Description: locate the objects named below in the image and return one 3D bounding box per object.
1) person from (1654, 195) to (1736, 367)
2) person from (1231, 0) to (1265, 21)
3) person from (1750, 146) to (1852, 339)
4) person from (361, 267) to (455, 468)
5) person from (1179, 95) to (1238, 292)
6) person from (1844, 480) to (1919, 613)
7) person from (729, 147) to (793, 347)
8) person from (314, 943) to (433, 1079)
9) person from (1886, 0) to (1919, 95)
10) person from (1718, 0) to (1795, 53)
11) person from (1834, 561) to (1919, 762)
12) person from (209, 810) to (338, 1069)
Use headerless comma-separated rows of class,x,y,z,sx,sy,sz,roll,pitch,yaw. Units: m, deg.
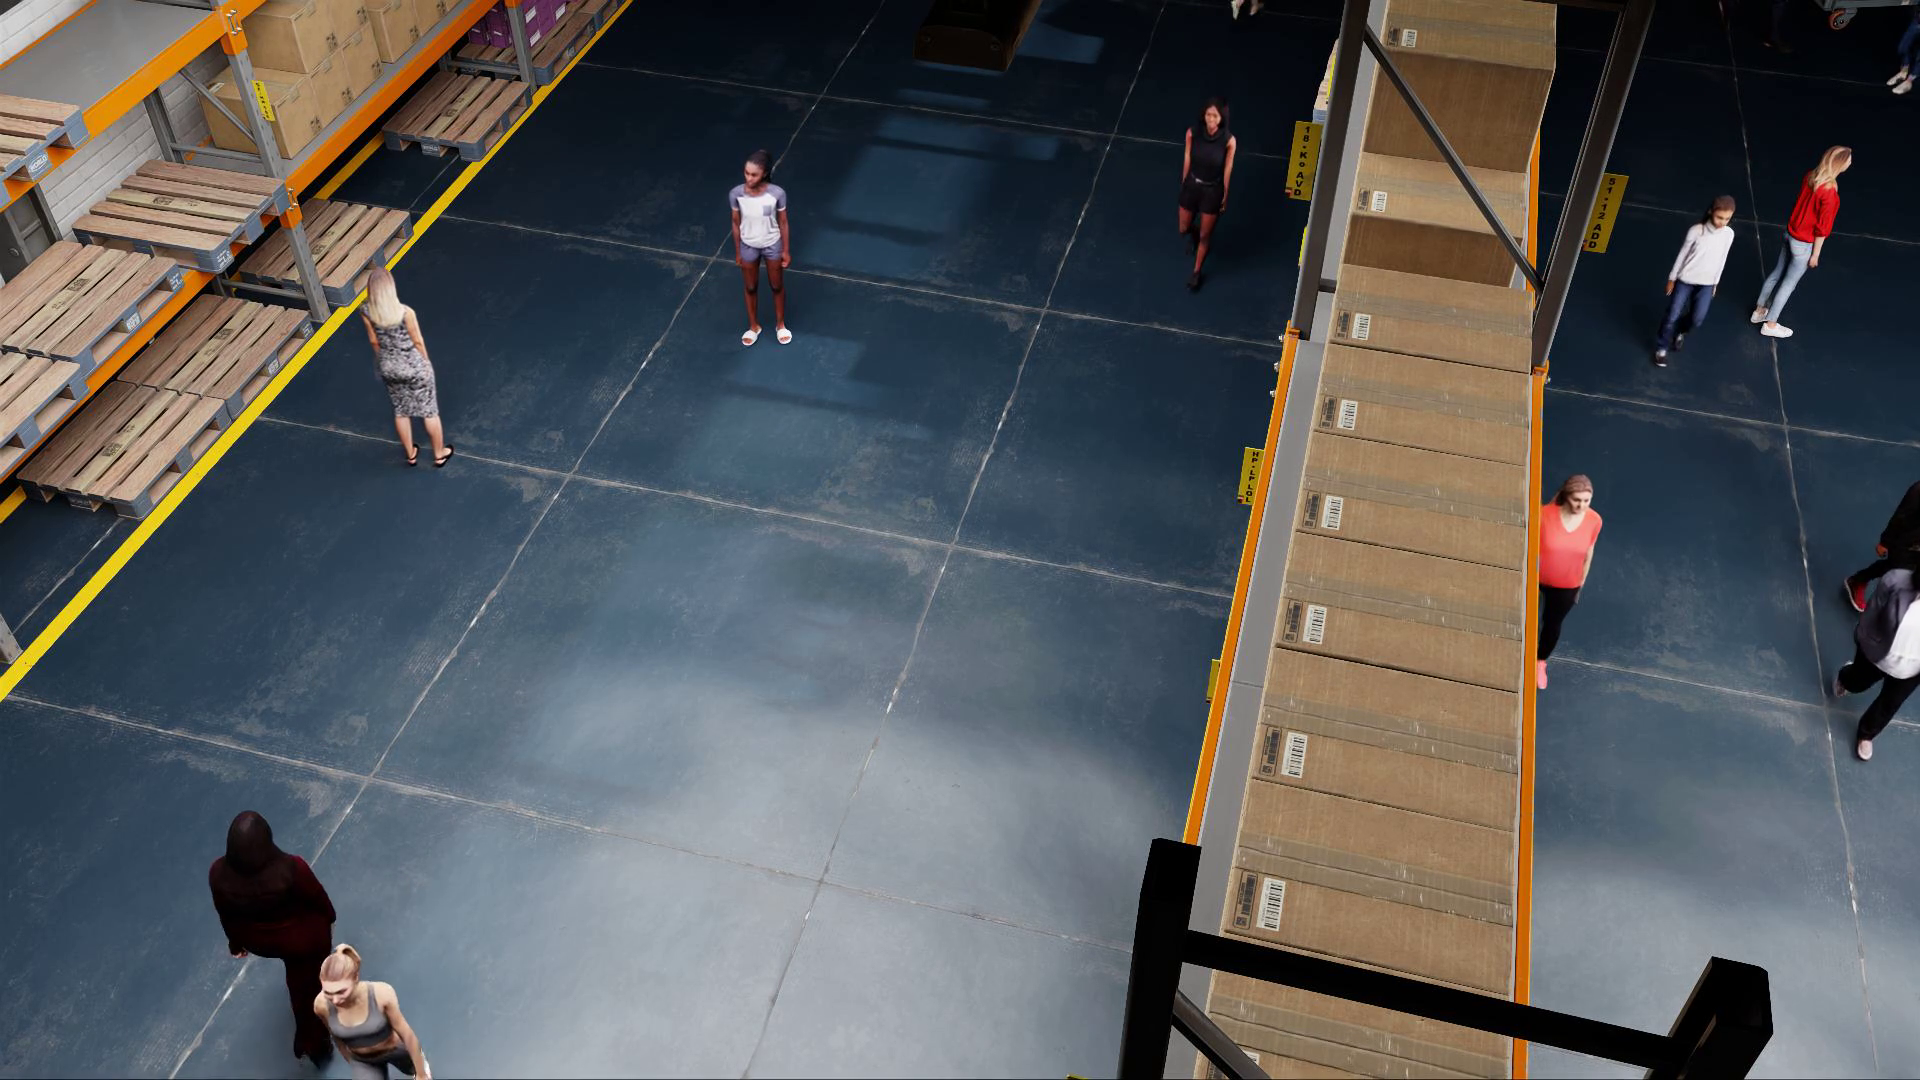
person,5.809,-2.100,13.169,0.557,1.543,0.638,9,44,9
person,3.106,-6.254,17.364,0.872,1.772,1.076,29,51,27
person,6.766,-2.411,13.378,0.736,1.705,0.567,-3,44,-3
person,-4.059,-1.234,12.147,0.574,1.700,0.525,6,44,6
person,2.069,-2.933,13.910,0.640,1.727,0.837,16,46,16
person,6.229,-0.016,10.915,0.847,1.634,1.188,-2,44,-2
person,-1.576,-2.337,13.287,0.670,1.723,0.637,-1,44,-1
person,-2.847,2.488,8.269,0.931,1.660,1.186,-8,44,-9
person,9.607,-5.102,16.374,0.717,1.468,0.646,-17,46,-17
person,8.365,-5.982,17.029,0.962,1.838,1.142,28,50,26
person,5.794,0.629,10.279,0.699,1.579,0.880,14,45,14
person,-3.511,2.125,8.618,0.900,1.704,1.212,-3,44,-3
